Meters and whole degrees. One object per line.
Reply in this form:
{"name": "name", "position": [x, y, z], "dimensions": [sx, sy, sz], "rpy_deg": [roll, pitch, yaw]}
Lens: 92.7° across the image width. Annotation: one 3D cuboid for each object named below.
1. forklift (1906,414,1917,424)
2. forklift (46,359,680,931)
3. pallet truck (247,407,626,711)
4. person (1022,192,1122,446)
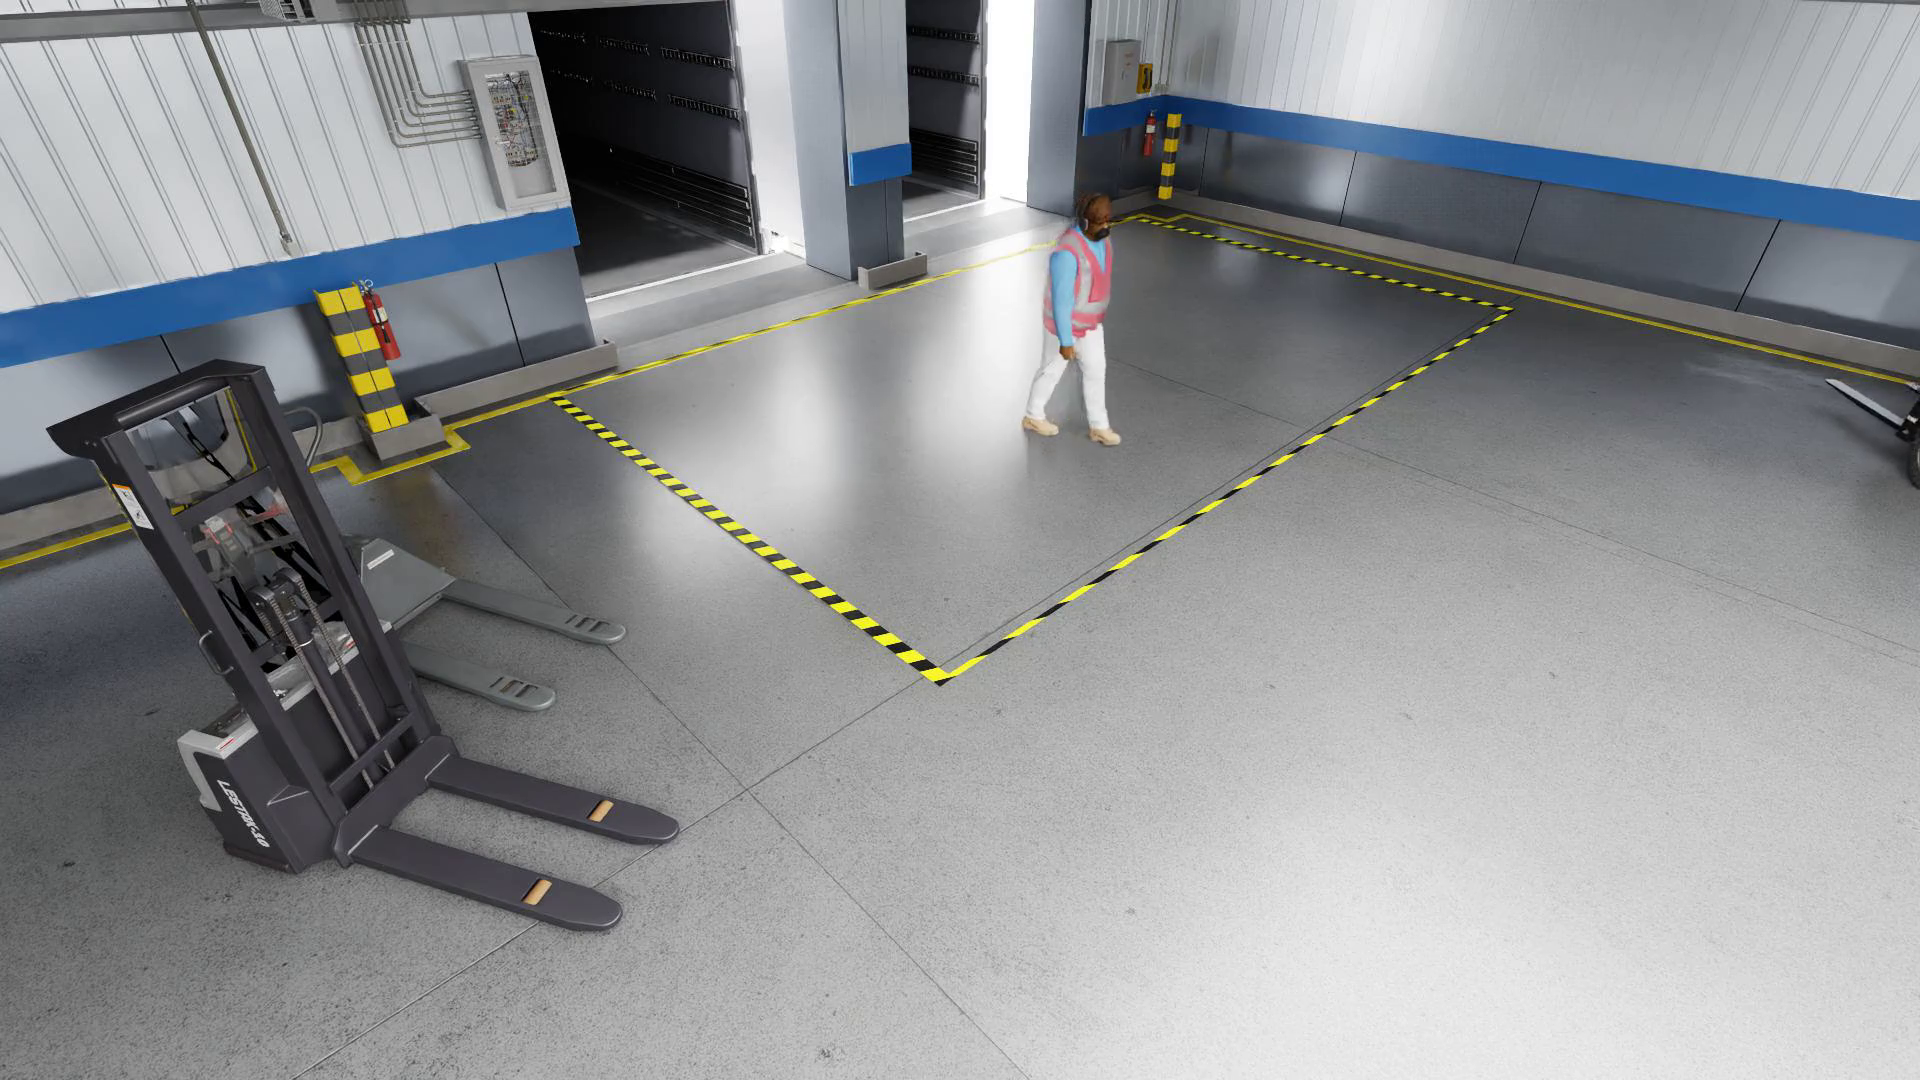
{"name": "forklift", "position": [7.050, -0.779, 4.804], "dimensions": [1.157, 2.036, 2.680], "rpy_deg": [3, 34, 5]}
{"name": "forklift", "position": [-2.135, 0.422, 3.354], "dimensions": [1.885, 1.965, 0.823], "rpy_deg": [10, 35, 14]}
{"name": "pallet truck", "position": [-2.628, 0.038, 4.590], "dimensions": [1.601, 1.201, 0.680], "rpy_deg": [12, 36, 18]}
{"name": "person", "position": [0.814, -1.484, 6.332], "dimensions": [0.804, 1.800, 0.645], "rpy_deg": [26, 42, 33]}
